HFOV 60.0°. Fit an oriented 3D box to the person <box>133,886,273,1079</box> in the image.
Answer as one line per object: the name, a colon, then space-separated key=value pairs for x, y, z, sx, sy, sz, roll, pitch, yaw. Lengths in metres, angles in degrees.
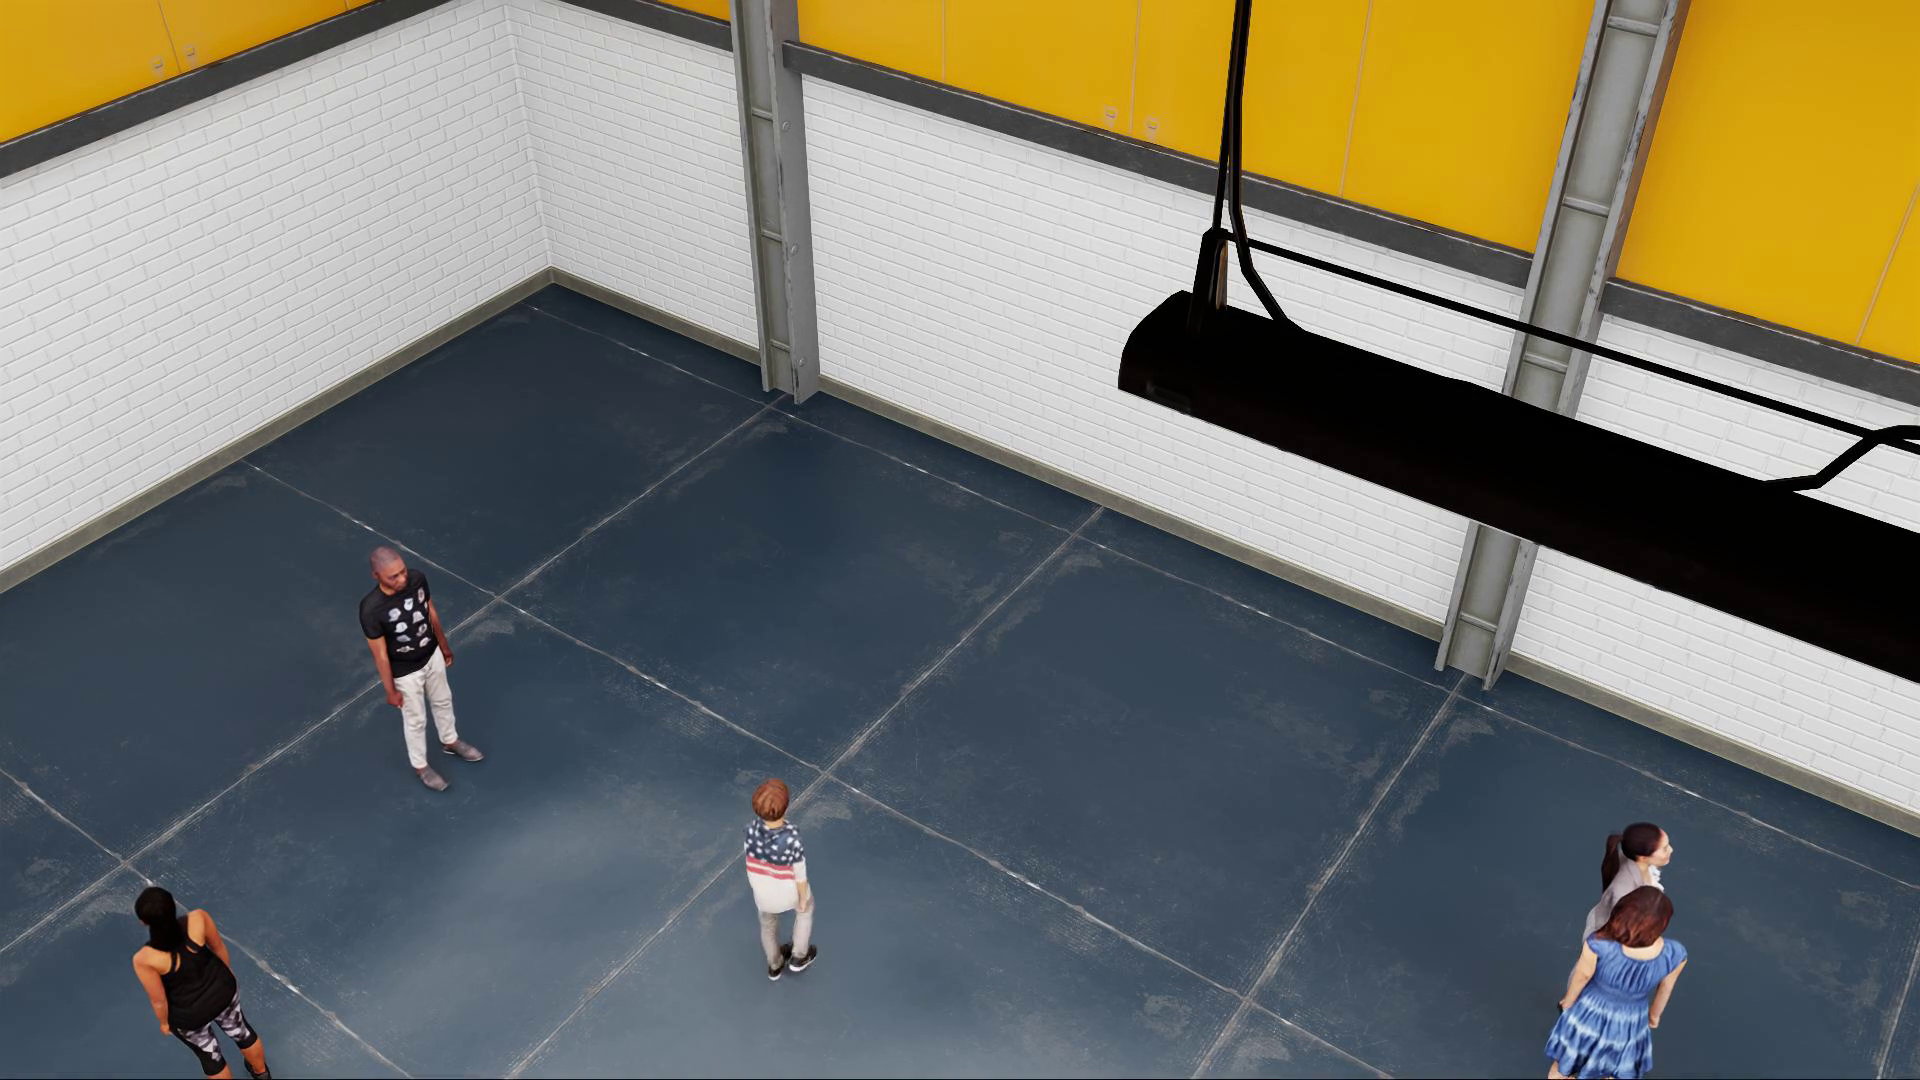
person: x=-3.792 y=2.278 z=8.292 sx=0.506 sy=1.658 sz=0.580 roll=22 pitch=44 yaw=25

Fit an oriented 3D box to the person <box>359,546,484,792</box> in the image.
person: x=-3.328 y=0.740 z=10.104 sx=0.618 sy=1.802 sz=0.675 roll=20 pitch=43 yaw=23

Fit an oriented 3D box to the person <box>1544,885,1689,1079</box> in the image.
person: x=3.147 y=2.345 z=8.094 sx=0.712 sy=1.801 sz=0.833 roll=2 pitch=39 yaw=3

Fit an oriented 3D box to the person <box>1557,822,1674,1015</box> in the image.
person: x=3.342 y=2.049 z=8.564 sx=0.661 sy=1.678 sz=0.669 roll=15 pitch=41 yaw=17

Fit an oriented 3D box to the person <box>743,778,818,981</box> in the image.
person: x=-1.000 y=1.888 z=8.964 sx=0.558 sy=1.430 sz=0.651 roll=9 pitch=39 yaw=10
